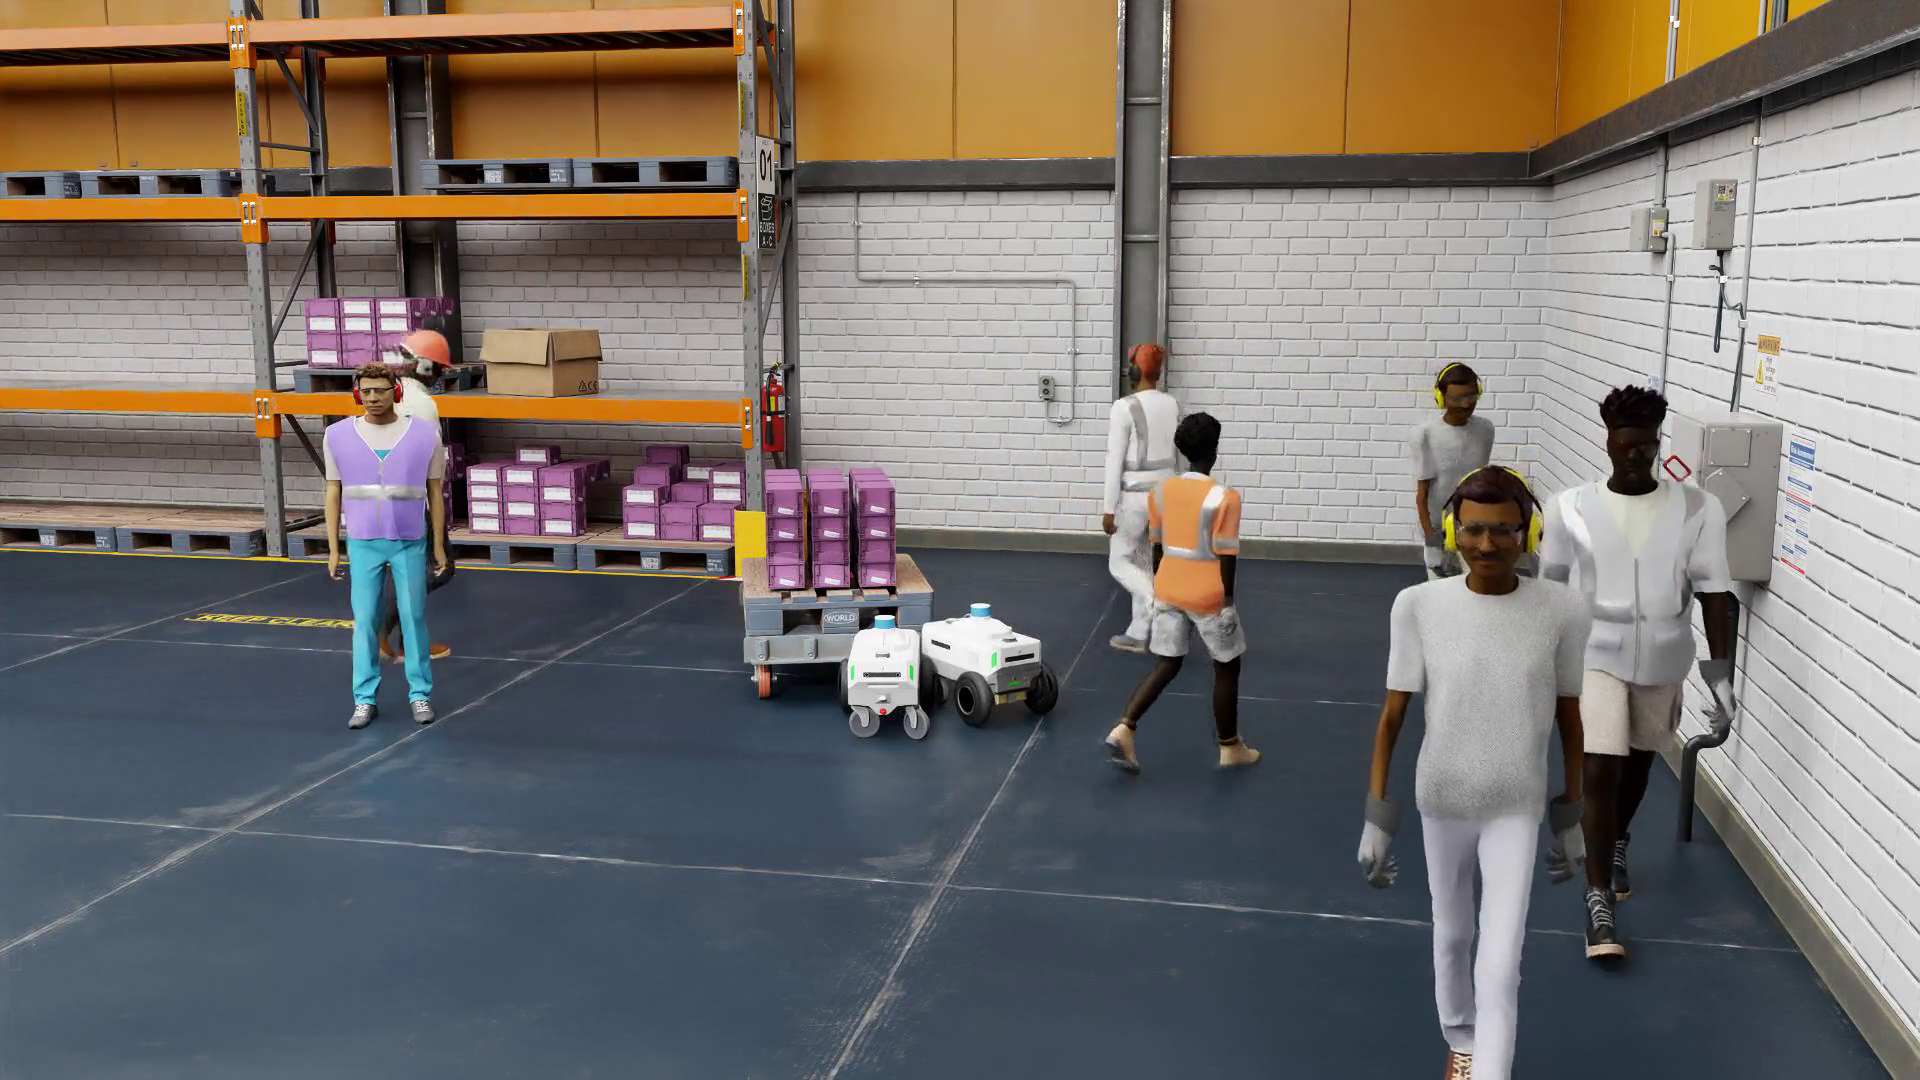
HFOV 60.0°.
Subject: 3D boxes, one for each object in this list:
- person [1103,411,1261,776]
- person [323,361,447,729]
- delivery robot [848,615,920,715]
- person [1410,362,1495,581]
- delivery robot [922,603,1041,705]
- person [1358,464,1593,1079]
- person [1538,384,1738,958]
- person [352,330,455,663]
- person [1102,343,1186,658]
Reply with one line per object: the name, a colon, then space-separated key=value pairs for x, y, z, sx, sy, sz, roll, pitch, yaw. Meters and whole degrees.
person: x=1.010 y=0.255 z=7.507 sx=0.784 sy=1.670 sz=0.524 roll=-7 pitch=12 yaw=-38
person: x=-2.883 y=0.020 z=8.376 sx=0.570 sy=1.843 sz=0.372 roll=-3 pitch=10 yaw=-16
delivery robot: x=-0.376 y=0.621 z=8.351 sx=0.477 sy=0.478 sz=0.707 roll=0 pitch=9 yaw=0
person: x=2.550 y=-0.020 z=8.673 sx=0.545 sy=1.822 sz=0.583 roll=-1 pitch=10 yaw=-8
delivery robot: x=0.104 y=0.573 z=8.639 sx=0.477 sy=0.478 sz=0.707 roll=-6 pitch=11 yaw=-34
person: x=1.314 y=0.714 z=4.263 sx=0.548 sy=1.819 sz=0.968 roll=4 pitch=10 yaw=21
person: x=2.328 y=0.418 z=5.779 sx=0.626 sy=1.919 sz=1.003 roll=2 pitch=10 yaw=12
person: x=-3.154 y=-0.219 z=9.513 sx=0.604 sy=1.946 sz=0.647 roll=-7 pitch=12 yaw=-37
person: x=1.118 y=-0.215 z=9.724 sx=0.586 sy=1.869 sz=0.629 roll=-8 pitch=12 yaw=-39
